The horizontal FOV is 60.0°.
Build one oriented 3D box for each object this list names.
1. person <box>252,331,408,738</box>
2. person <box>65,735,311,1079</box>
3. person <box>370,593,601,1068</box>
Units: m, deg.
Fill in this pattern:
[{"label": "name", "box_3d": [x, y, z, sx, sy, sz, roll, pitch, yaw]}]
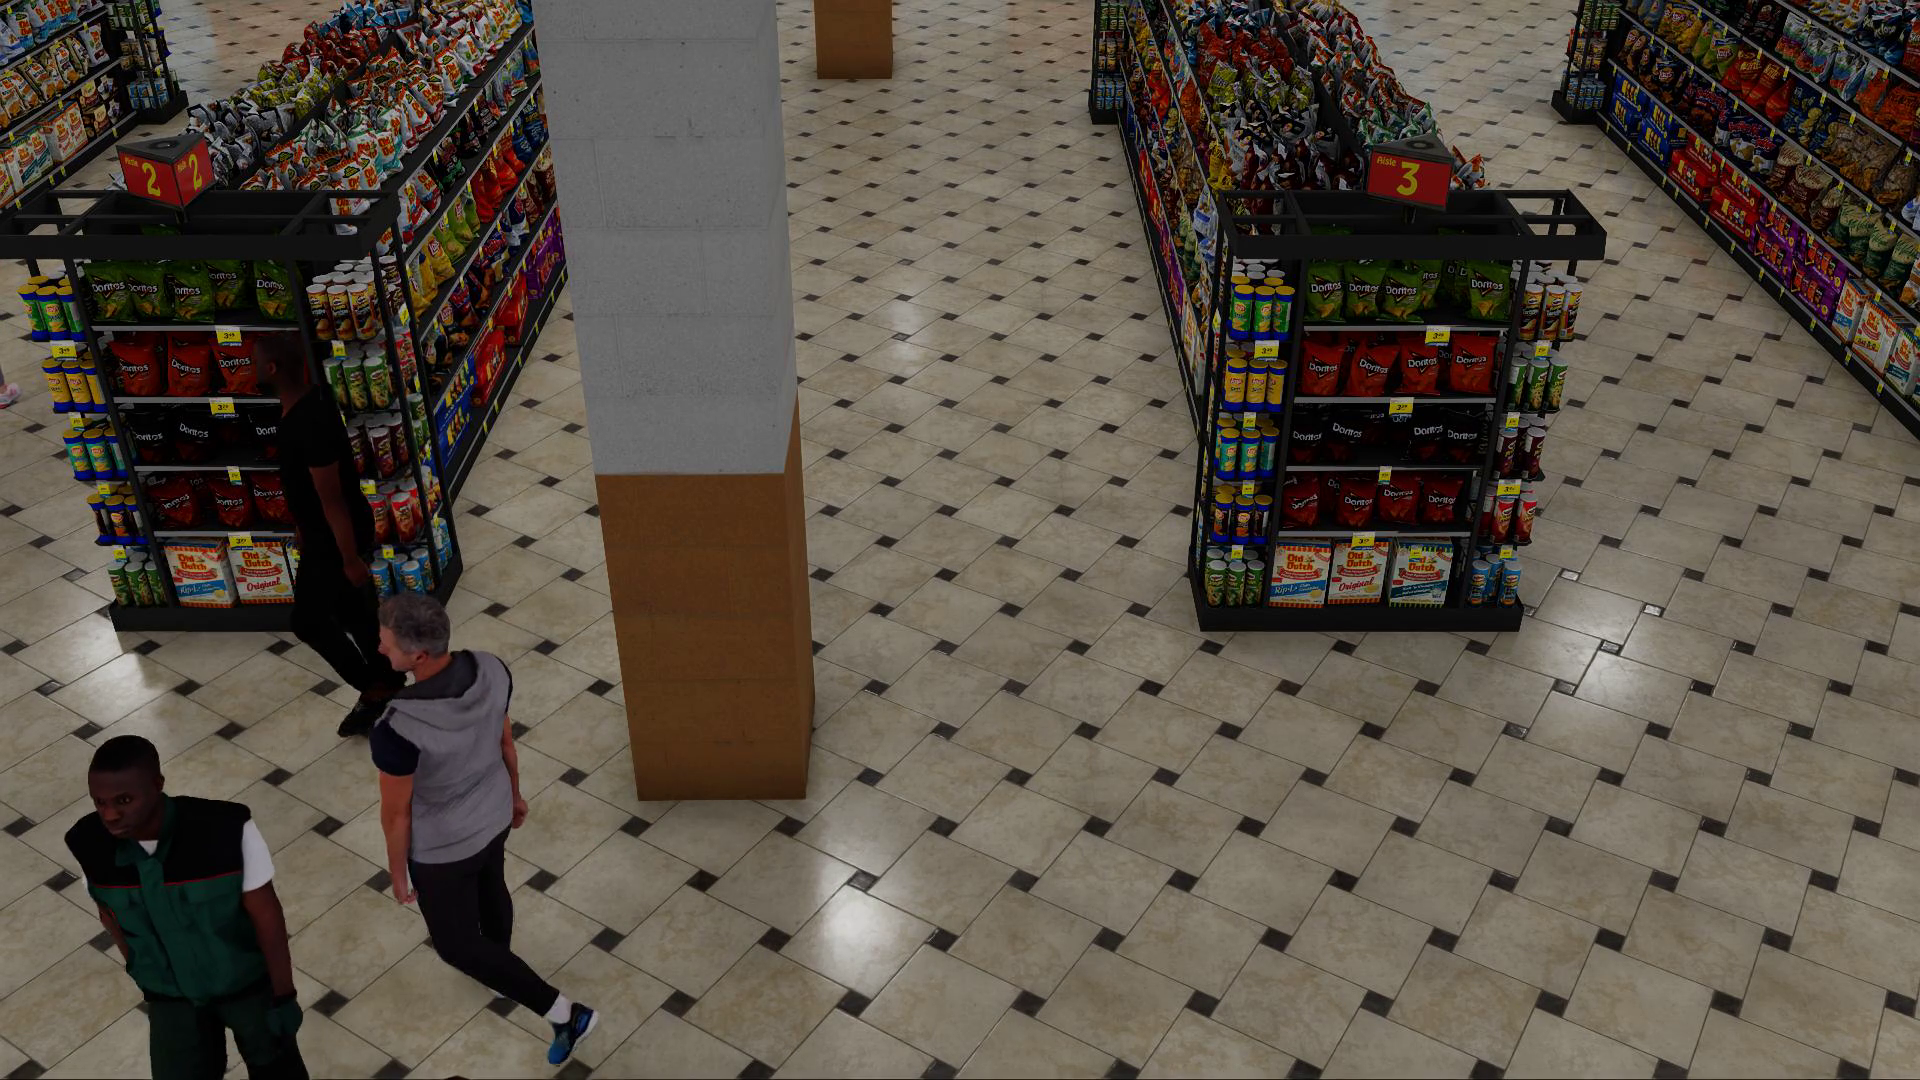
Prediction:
[{"label": "person", "box_3d": [-2.530, -0.022, 6.962, 0.881, 1.792, 0.753, -16, 35, -24]}, {"label": "person", "box_3d": [-2.186, 1.223, 4.942, 0.773, 1.813, 0.935, -6, 32, -10]}, {"label": "person", "box_3d": [-1.540, 0.981, 5.339, 1.059, 1.804, 1.116, 18, 36, 26]}]
